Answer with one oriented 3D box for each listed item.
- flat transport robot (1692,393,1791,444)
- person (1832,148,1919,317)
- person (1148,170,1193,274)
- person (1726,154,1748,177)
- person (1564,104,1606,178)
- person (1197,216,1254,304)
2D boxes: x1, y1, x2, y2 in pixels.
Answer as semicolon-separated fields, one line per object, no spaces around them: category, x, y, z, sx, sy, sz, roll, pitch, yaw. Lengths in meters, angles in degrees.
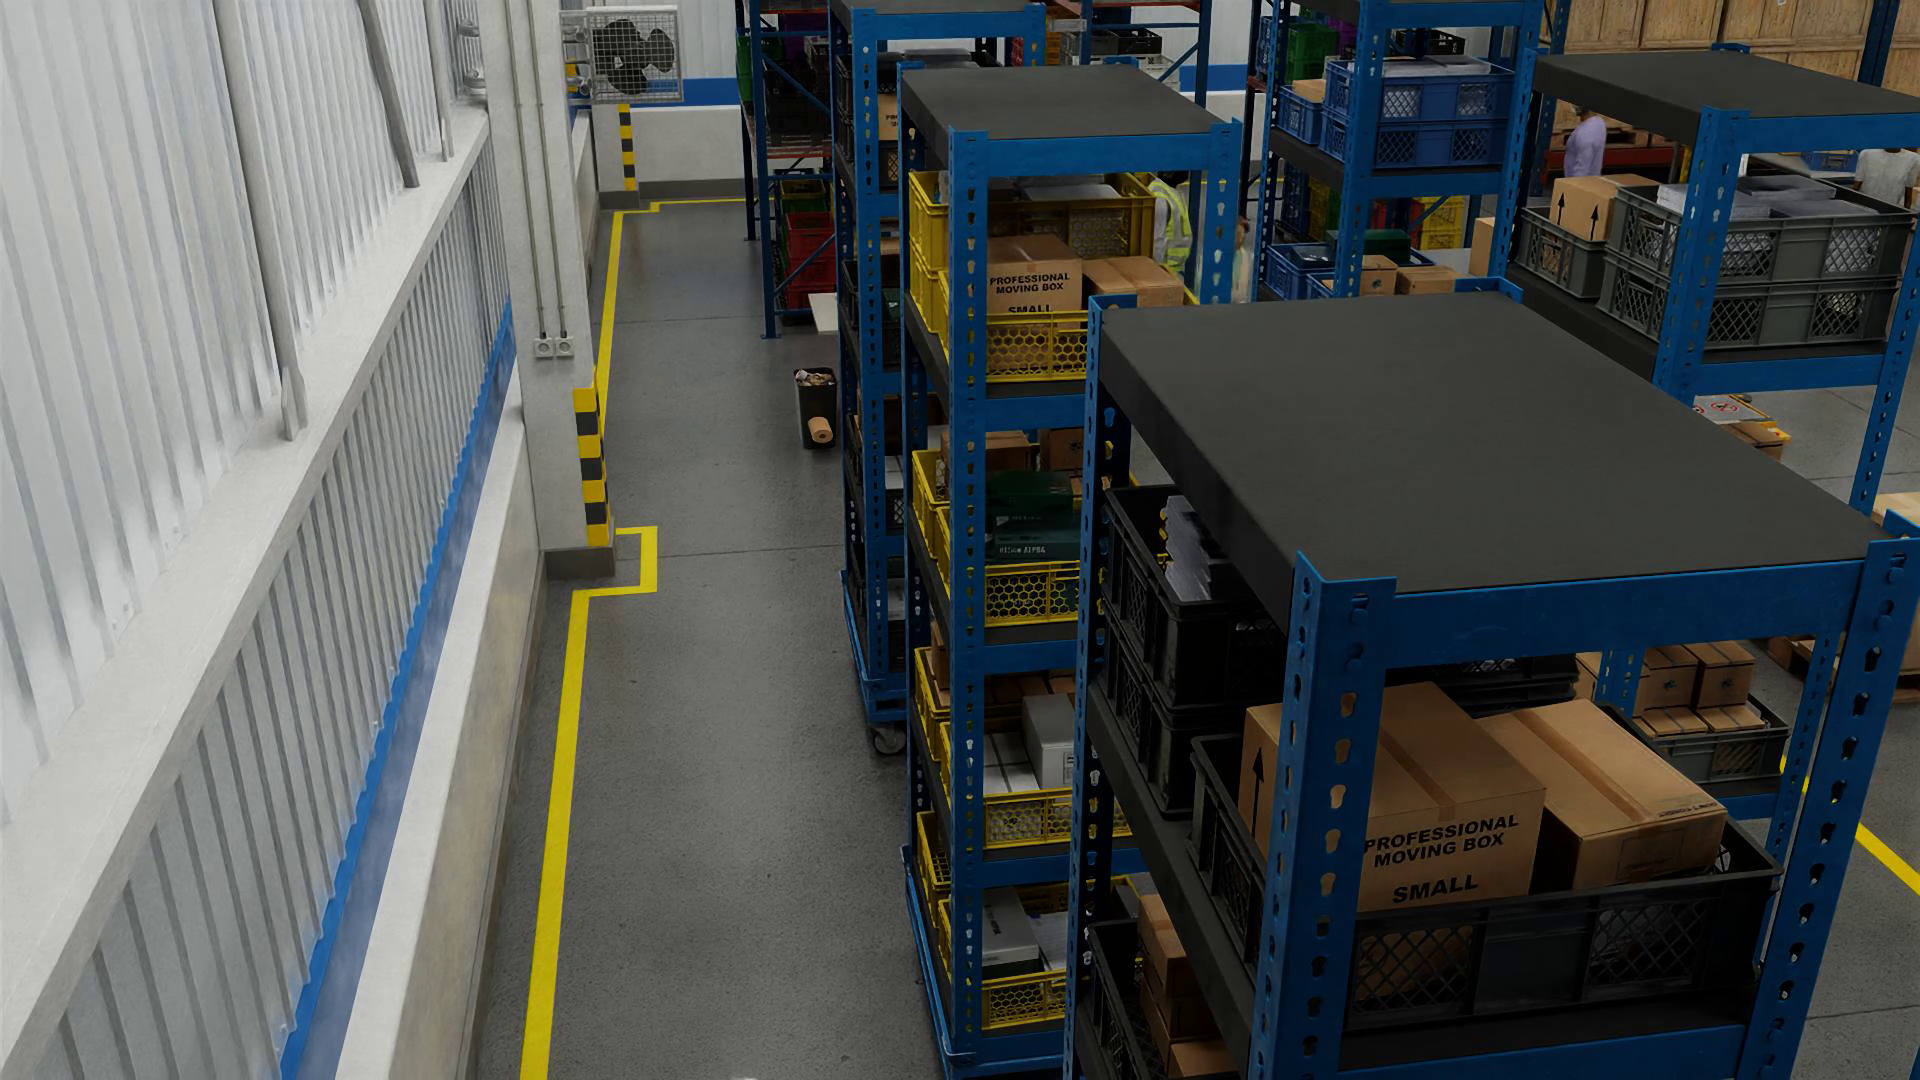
flat transport robot;5.224;-0.859;12.132;1.431;0.197;0.652;-4;25;-8
person;7.851;-2.712;14.275;0.515;1.861;0.328;12;27;24
person;1.612;-2.182;13.159;0.430;1.836;0.629;6;25;14
person;6.842;-3.038;14.967;0.579;1.875;0.342;-21;32;-38
person;5.613;-3.142;15.117;0.352;1.936;0.635;13;28;26
person;1.852;-1.612;12.173;0.523;1.612;0.715;-15;29;-30
